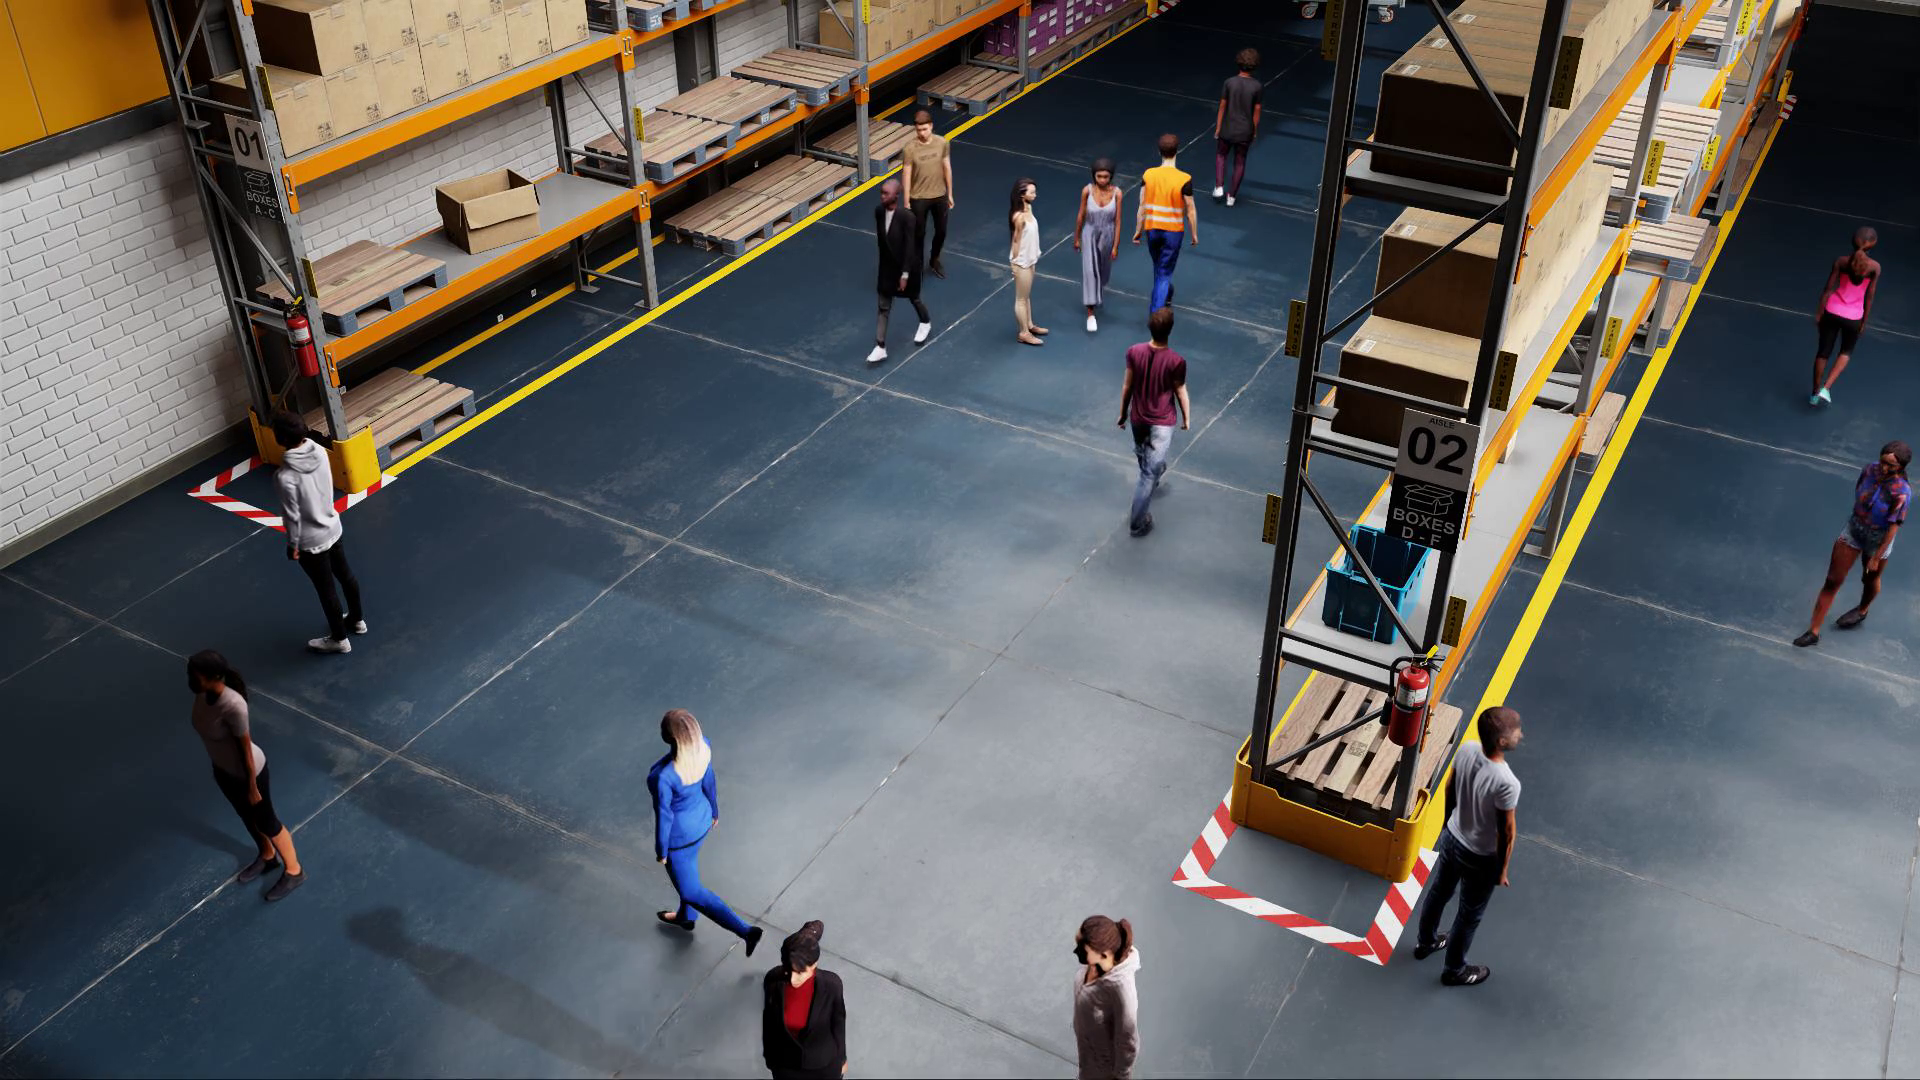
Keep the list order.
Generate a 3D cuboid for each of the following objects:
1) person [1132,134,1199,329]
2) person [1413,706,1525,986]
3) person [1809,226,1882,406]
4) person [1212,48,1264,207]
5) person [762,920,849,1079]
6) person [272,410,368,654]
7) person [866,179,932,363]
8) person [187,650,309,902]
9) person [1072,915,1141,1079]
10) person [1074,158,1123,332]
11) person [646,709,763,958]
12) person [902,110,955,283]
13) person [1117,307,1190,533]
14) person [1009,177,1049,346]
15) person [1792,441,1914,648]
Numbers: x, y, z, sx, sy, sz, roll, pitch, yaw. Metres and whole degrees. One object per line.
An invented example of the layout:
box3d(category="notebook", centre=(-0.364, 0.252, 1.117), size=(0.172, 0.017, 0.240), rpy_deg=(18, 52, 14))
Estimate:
box3d(category="person", centre=(1.941, -2.937, 16.114), size=(0.778, 1.846, 1.084), rpy_deg=(17, 37, 24))
box3d(category="person", centre=(2.816, 1.676, 9.156), size=(0.730, 1.865, 0.718), rpy_deg=(-15, 36, -21))
box3d(category="person", centre=(7.797, -1.935, 14.724), size=(0.583, 1.716, 0.688), rpy_deg=(21, 39, 28))
box3d(category="person", centre=(3.120, -4.607, 18.702), size=(0.741, 1.762, 0.730), rpy_deg=(4, 34, 6))
box3d(category="person", centre=(-0.749, 2.523, 8.085), size=(0.678, 1.640, 0.729), rpy_deg=(4, 34, 6))
box3d(category="person", centre=(-4.528, -0.069, 11.726), size=(0.808, 1.927, 0.654), rpy_deg=(7, 34, 11))
box3d(category="person", centre=(-0.507, -2.581, 15.698), size=(0.642, 1.713, 1.162), rpy_deg=(18, 38, 25))
box3d(category="person", centre=(-4.211, 1.346, 9.761), size=(0.623, 1.744, 0.571), rpy_deg=(24, 40, 31))
box3d(category="person", centre=(0.796, 2.451, 8.157), size=(0.809, 1.679, 0.749), rpy_deg=(-8, 35, -13))
box3d(category="person", centre=(1.369, -2.964, 16.331), size=(0.977, 1.649, 1.222), rpy_deg=(1, 34, 2))
box3d(category="person", centre=(-1.460, 1.675, 9.324), size=(0.744, 1.681, 0.969), rpy_deg=(15, 36, 21))
box3d(category="person", centre=(-0.337, -3.514, 16.998), size=(0.820, 1.829, 0.884), rpy_deg=(-13, 36, -19))
box3d(category="person", centre=(1.481, -0.904, 13.095), size=(0.697, 1.802, 1.127), rpy_deg=(19, 38, 26))
box3d(category="person", centre=(0.592, -2.671, 15.898), size=(0.675, 1.641, 0.631), rpy_deg=(-6, 34, -9))
box3d(category="person", centre=(6.501, -0.006, 11.852), size=(1.164, 1.682, 0.956), rpy_deg=(-13, 36, -18))
